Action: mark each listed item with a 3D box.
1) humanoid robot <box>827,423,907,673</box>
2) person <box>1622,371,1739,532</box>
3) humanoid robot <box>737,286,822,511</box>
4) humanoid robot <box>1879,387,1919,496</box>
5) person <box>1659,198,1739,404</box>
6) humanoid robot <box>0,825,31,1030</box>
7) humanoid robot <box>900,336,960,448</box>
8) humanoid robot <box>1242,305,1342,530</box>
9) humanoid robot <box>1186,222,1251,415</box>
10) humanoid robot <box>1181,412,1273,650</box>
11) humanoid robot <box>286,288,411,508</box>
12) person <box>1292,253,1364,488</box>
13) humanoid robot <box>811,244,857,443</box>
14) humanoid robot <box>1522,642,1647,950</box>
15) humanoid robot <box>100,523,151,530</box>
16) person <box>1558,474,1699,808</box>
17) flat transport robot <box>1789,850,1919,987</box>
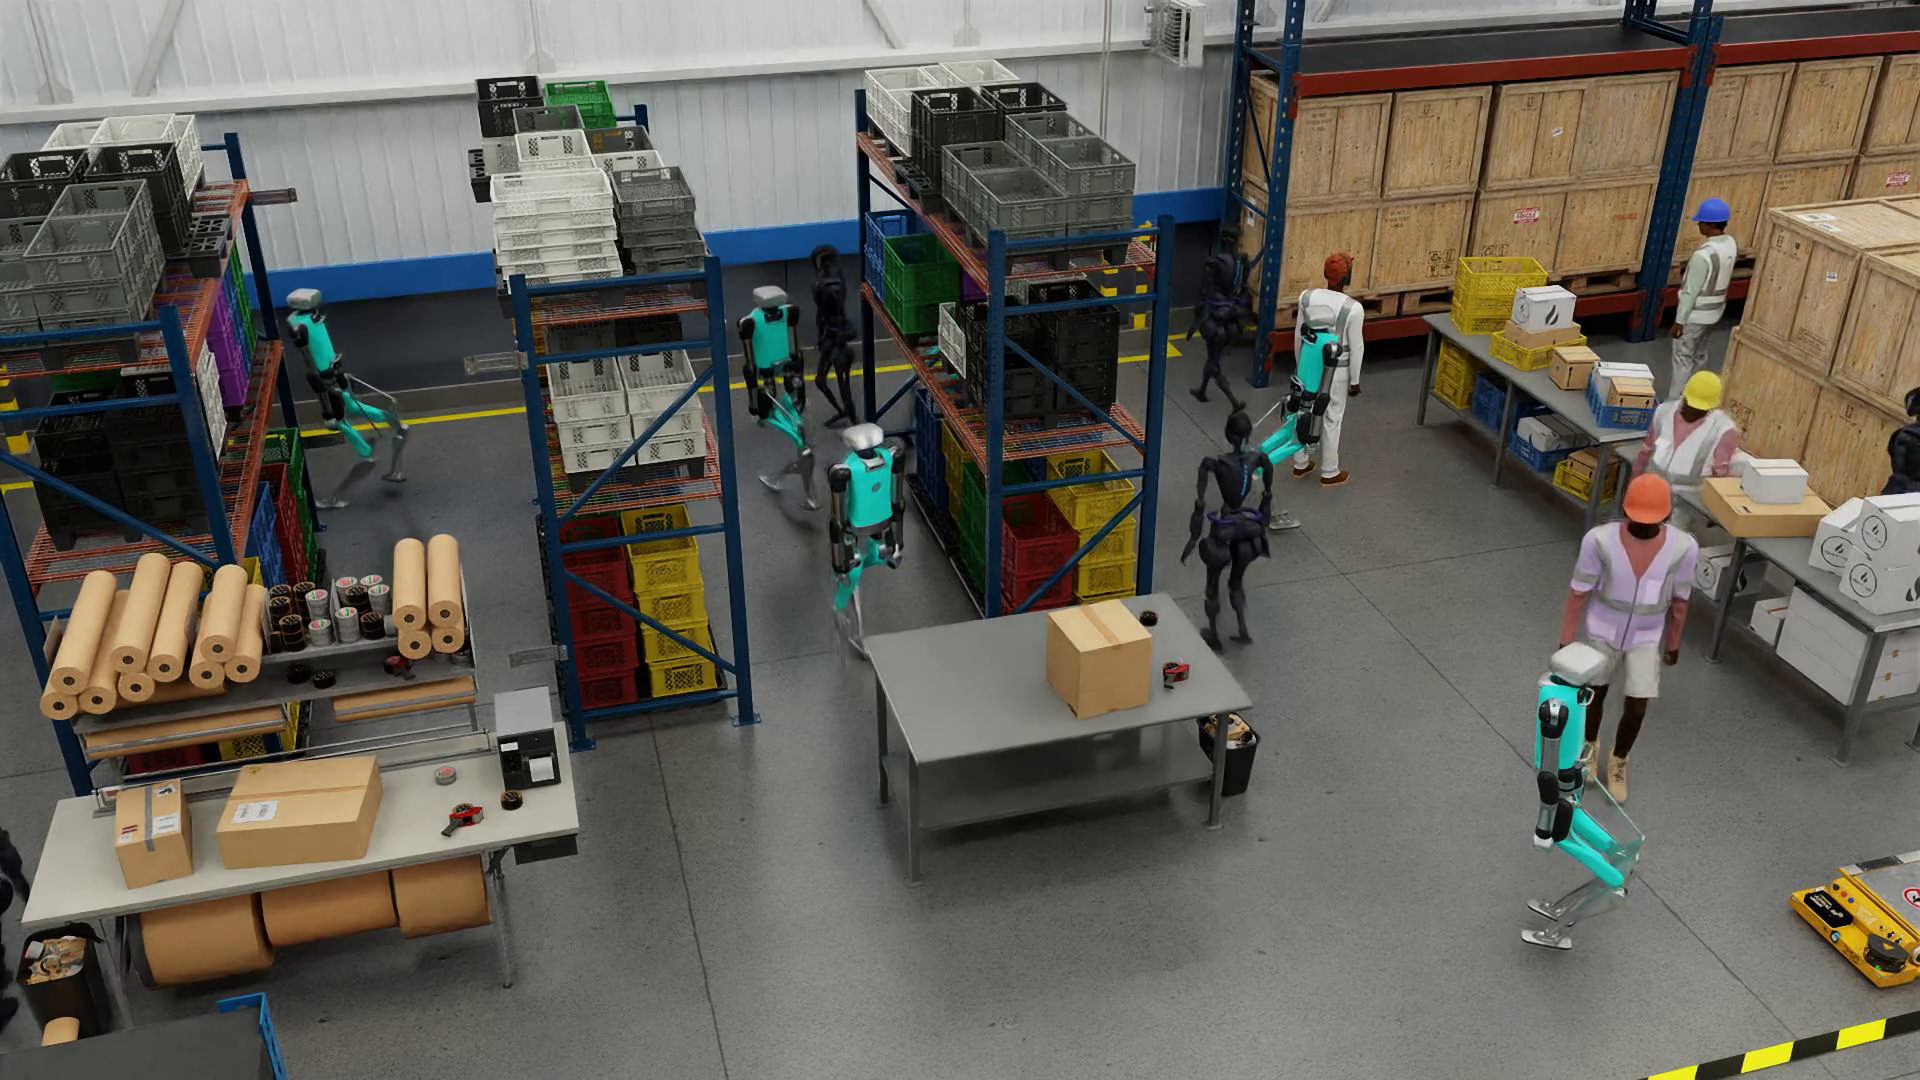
[{"bbox_3d":[-0.695,0.052,10.622,0.539,1.867,0.737,-19,34,-31],"label":"humanoid robot"},{"bbox_3d":[4.745,-0.308,11.126,0.526,1.801,0.639,-18,34,-30],"label":"person"},{"bbox_3d":[-1.237,-0.986,12.469,0.534,1.765,1.025,-24,37,-37],"label":"humanoid robot"},{"bbox_3d":[6.278,-0.257,11.212,0.615,1.627,0.738,-24,37,-36],"label":"humanoid robot"},{"bbox_3d":[6.156,-1.906,13.905,0.604,1.935,0.410,-23,36,-35],"label":"person"},{"bbox_3d":[-4.701,1.580,7.827,0.601,1.641,0.480,2,29,4],"label":"humanoid robot"},{"bbox_3d":[-0.200,-1.601,13.554,0.549,1.755,1.004,23,36,35],"label":"humanoid robot"},{"bbox_3d":[2.336,-0.872,12.120,0.731,1.692,0.532,-5,29,-10],"label":"humanoid robot"},{"bbox_3d":[2.262,-1.867,14.159,0.605,1.649,0.725,-18,34,-30],"label":"humanoid robot"},{"bbox_3d":[1.741,-0.020,10.739,0.616,1.632,0.438,-9,30,-16],"label":"humanoid robot"},{"bbox_3d":[-4.542,-1.050,12.566,0.948,1.763,0.537,-2,29,-4],"label":"humanoid robot"},{"bbox_3d":[2.843,-1.308,12.867,0.573,1.882,0.355,24,37,37],"label":"person"},{"bbox_3d":[-1.020,-1.646,13.690,0.351,1.651,0.613,-12,31,-20],"label":"humanoid robot"},{"bbox_3d":[3.100,1.307,8.122,0.735,1.672,0.533,15,32,25],"label":"humanoid robot"},{"bbox_3d":[-6.210,-0.839,12.239,0.617,1.638,0.602,-21,35,-34],"label":"humanoid robot"},{"bbox_3d":[3.692,0.576,9.291,0.651,2.023,0.659,10,30,17],"label":"person"},{"bbox_3d":[5.163,1.916,8.676,1.431,0.231,0.659,-8,30,-14],"label":"flat transport robot"}]
